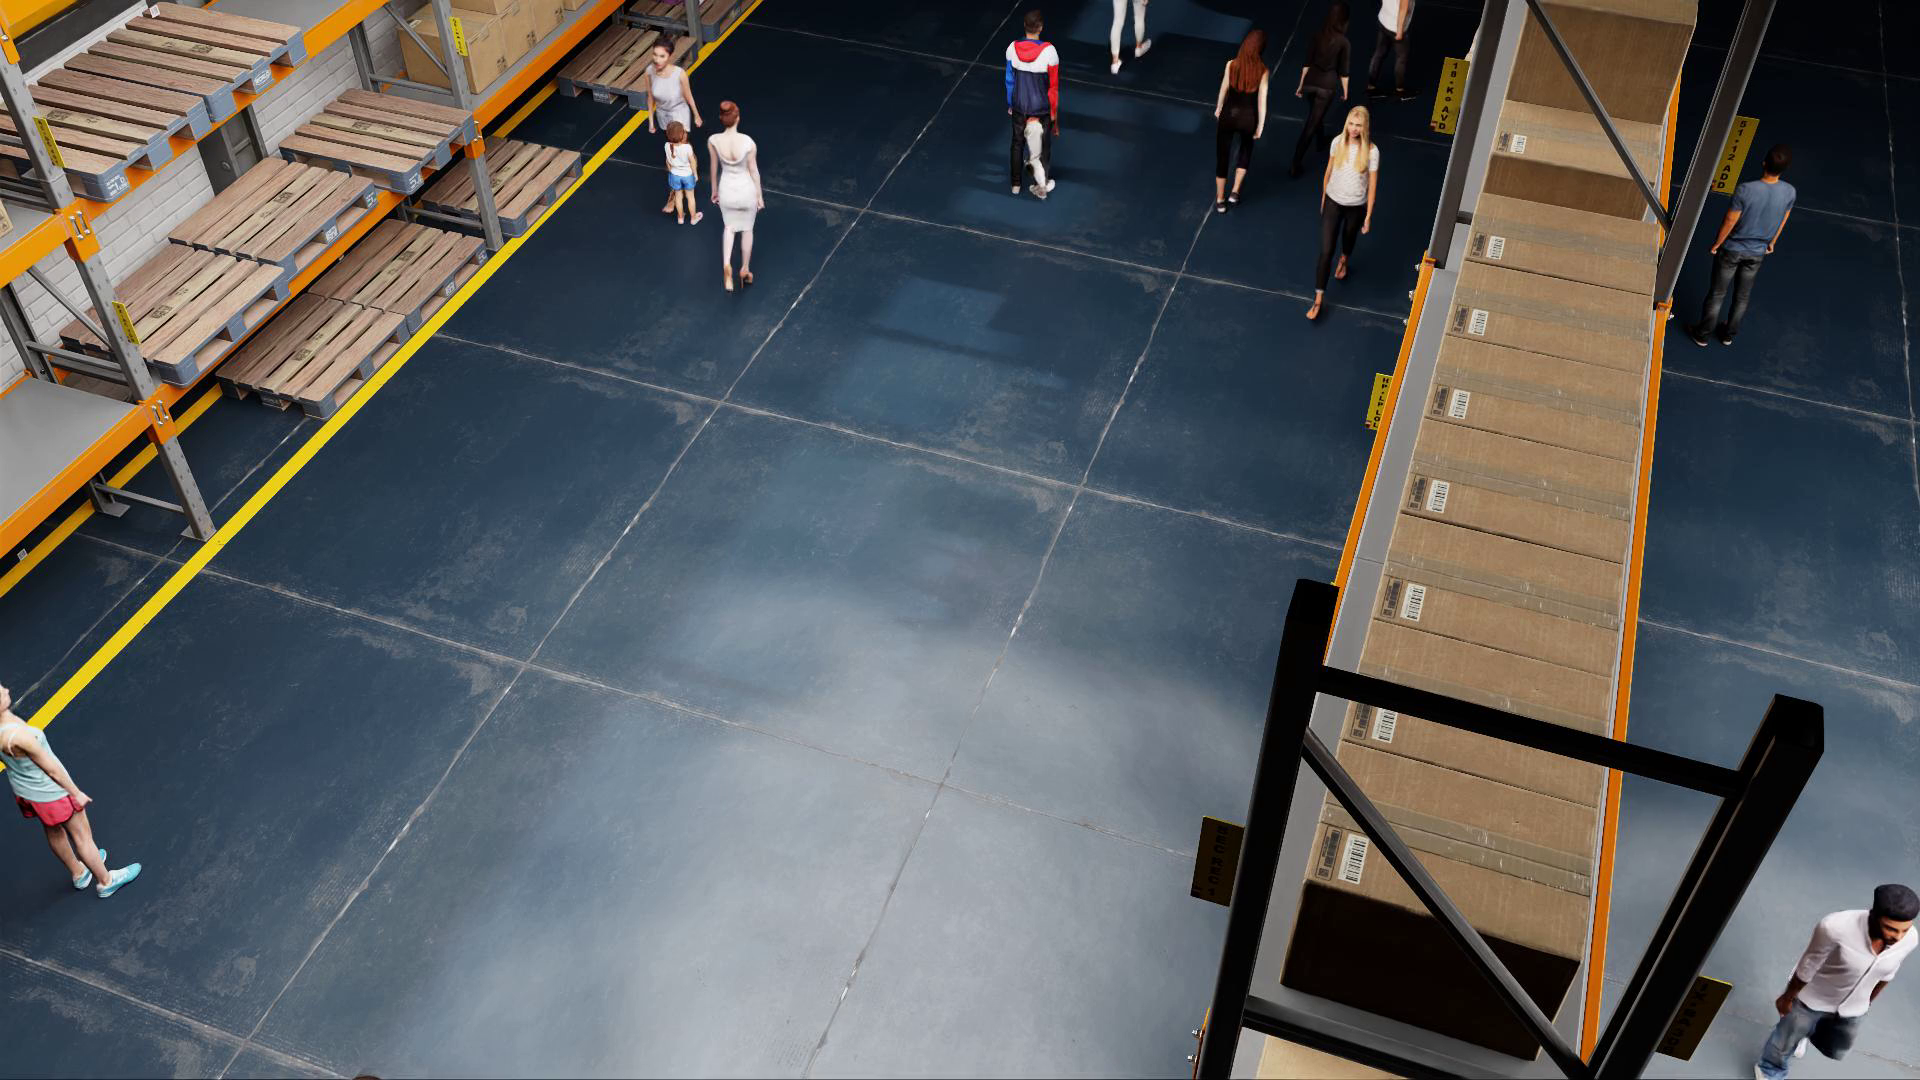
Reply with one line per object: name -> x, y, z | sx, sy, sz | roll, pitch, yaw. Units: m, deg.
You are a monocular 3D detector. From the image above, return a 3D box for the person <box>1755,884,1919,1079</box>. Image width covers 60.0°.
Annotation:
person -> 4.434, 2.230, 8.508 | 0.727, 1.795, 0.857 | 5, 44, 5

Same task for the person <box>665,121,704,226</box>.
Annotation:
person -> -2.489, -3.282, 14.857 | 0.448, 1.019, 0.463 | 6, 44, 6

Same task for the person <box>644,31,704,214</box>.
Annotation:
person -> -2.559, -3.846, 15.064 | 0.599, 1.550, 1.161 | 16, 46, 16

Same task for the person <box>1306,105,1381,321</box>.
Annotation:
person -> 3.227, -2.797, 13.794 | 0.638, 1.783, 1.171 | 15, 46, 16

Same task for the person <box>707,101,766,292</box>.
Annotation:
person -> -1.872, -2.774, 13.772 | 0.675, 1.780, 0.834 | 7, 44, 8

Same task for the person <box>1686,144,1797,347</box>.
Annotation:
person -> 6.274, -2.343, 13.298 | 0.714, 1.810, 0.666 | 0, 44, 0

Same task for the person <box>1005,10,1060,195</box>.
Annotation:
person -> 0.644, -3.939, 15.012 | 0.635, 1.756, 0.523 | 12, 45, 12

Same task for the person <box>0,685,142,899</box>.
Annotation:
person -> -5.169, 1.403, 9.399 | 0.585, 1.765, 0.592 | 17, 46, 17

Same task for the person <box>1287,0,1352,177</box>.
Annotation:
person -> 3.275, -4.108, 15.309 | 0.823, 1.592, 1.139 | 30, 51, 27

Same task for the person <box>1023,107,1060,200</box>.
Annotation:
person -> 0.738, -3.727, 15.132 | 0.828, 1.285, 0.884 | -18, 47, -18

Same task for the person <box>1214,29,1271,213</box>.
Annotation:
person -> 2.458, -3.669, 14.761 | 0.648, 1.712, 0.670 | 7, 44, 8

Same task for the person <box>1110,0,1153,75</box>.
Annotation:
person -> 1.664, -5.491, 16.701 | 0.680, 1.675, 0.929 | 17, 46, 17

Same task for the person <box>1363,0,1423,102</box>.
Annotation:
person -> 4.186, -5.091, 16.256 | 0.938, 1.709, 0.895 | -9, 44, -9
